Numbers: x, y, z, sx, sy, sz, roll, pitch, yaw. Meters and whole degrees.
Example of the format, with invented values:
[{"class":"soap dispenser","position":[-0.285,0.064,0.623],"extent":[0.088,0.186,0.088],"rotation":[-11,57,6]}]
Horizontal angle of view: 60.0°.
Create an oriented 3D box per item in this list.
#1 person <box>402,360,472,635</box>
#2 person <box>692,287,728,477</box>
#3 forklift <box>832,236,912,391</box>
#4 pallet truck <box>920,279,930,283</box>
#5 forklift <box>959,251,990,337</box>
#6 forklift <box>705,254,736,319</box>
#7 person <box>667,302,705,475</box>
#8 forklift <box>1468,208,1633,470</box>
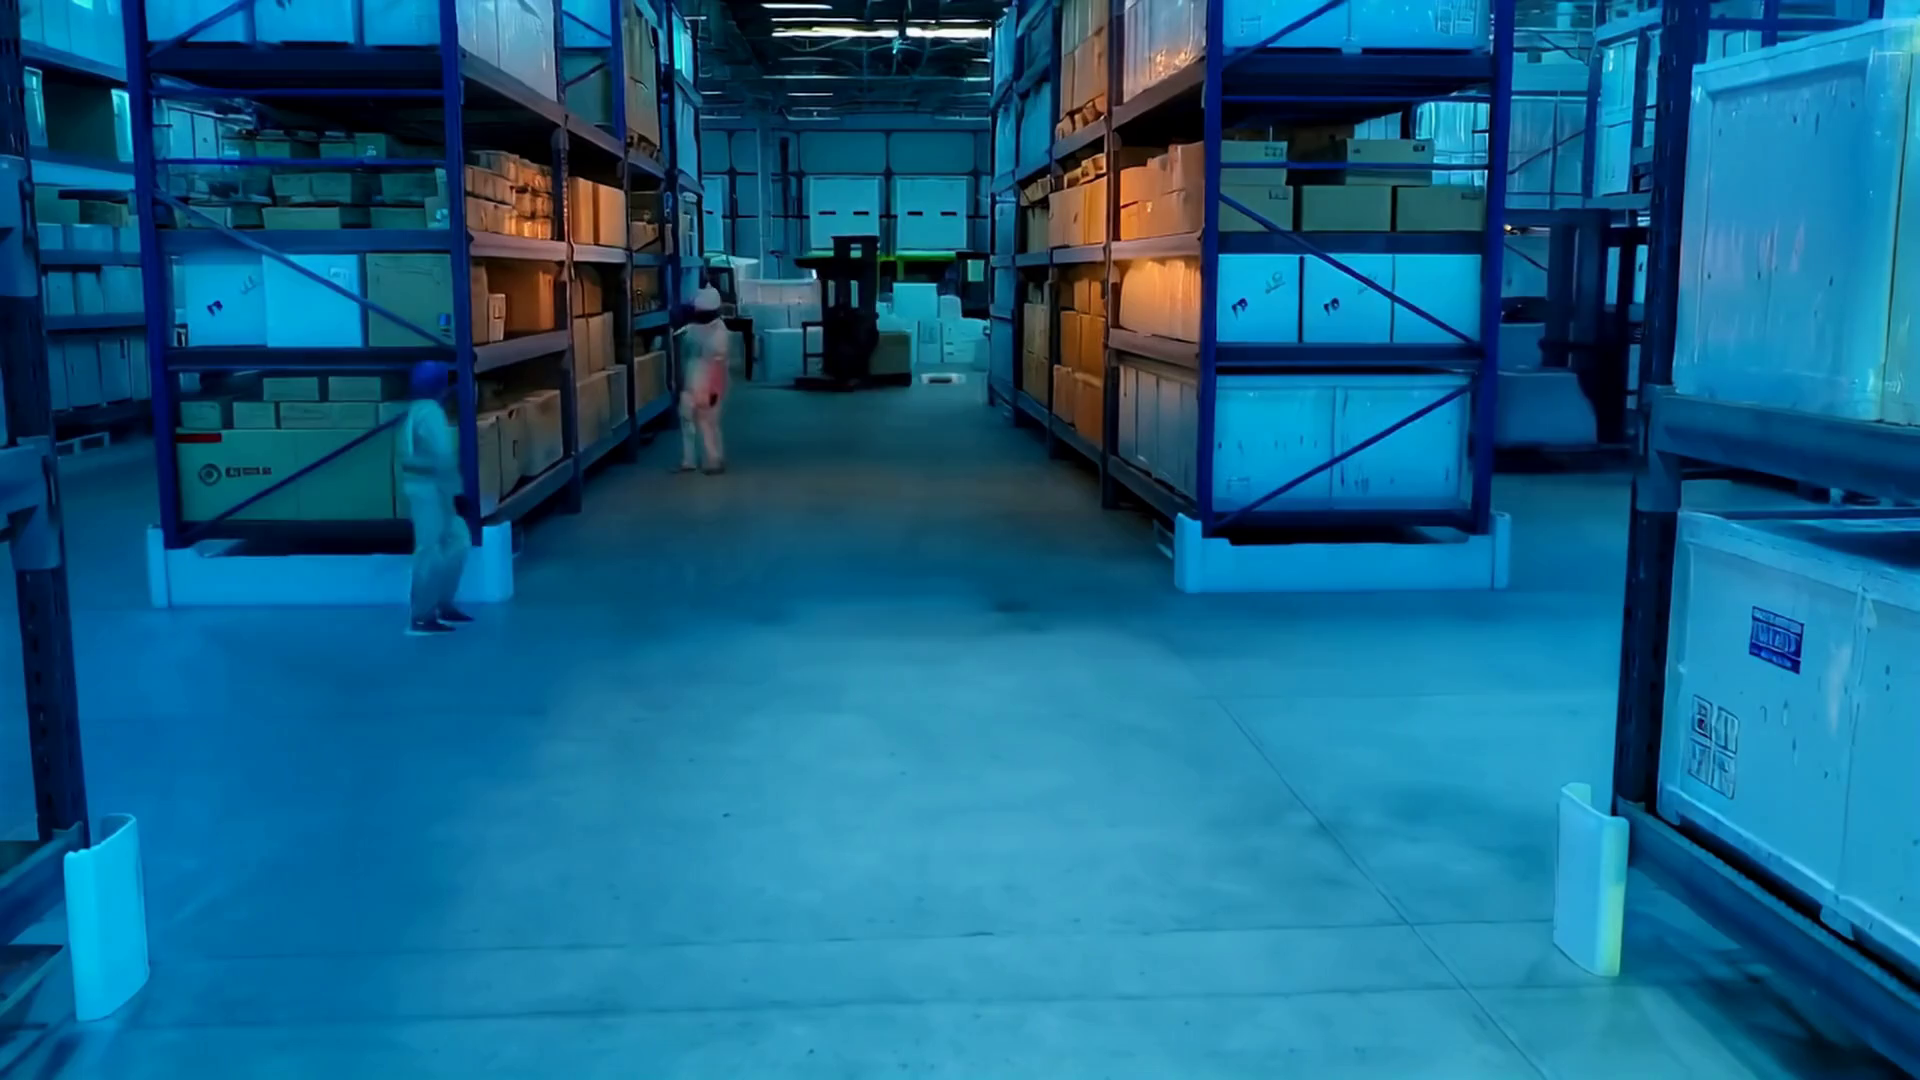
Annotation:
[{"class":"person","position":[-3.065,-0.244,9.825],"extent":[0.486,1.618,0.560],"rotation":[-4,10,-21]},{"class":"person","position":[-2.647,-1.643,17.434],"extent":[0.403,2.003,0.700],"rotation":[-6,11,-35]},{"class":"forklift","position":[-1.891,-4.182,30.587],"extent":[1.873,2.768,1.129],"rotation":[-8,12,-41]},{"class":"pallet truck","position":[-0.932,-8.922,63.114],"extent":[1.885,1.965,0.823],"rotation":[2,9,13]},{"class":"forklift","position":[0.431,-7.232,49.740],"extent":[1.129,2.768,1.873],"rotation":[-1,9,-4]},{"class":"forklift","position":[-8.230,-8.396,57.051],"extent":[1.129,2.768,1.873],"rotation":[-1,9,-4]},{"class":"person","position":[-2.886,-1.601,17.653],"extent":[0.429,1.838,0.622],"rotation":[3,10,18]},{"class":"forklift","position":[6.661,-2.202,18.158],"extent":[1.873,2.768,1.129],"rotation":[-1,9,-4]}]
